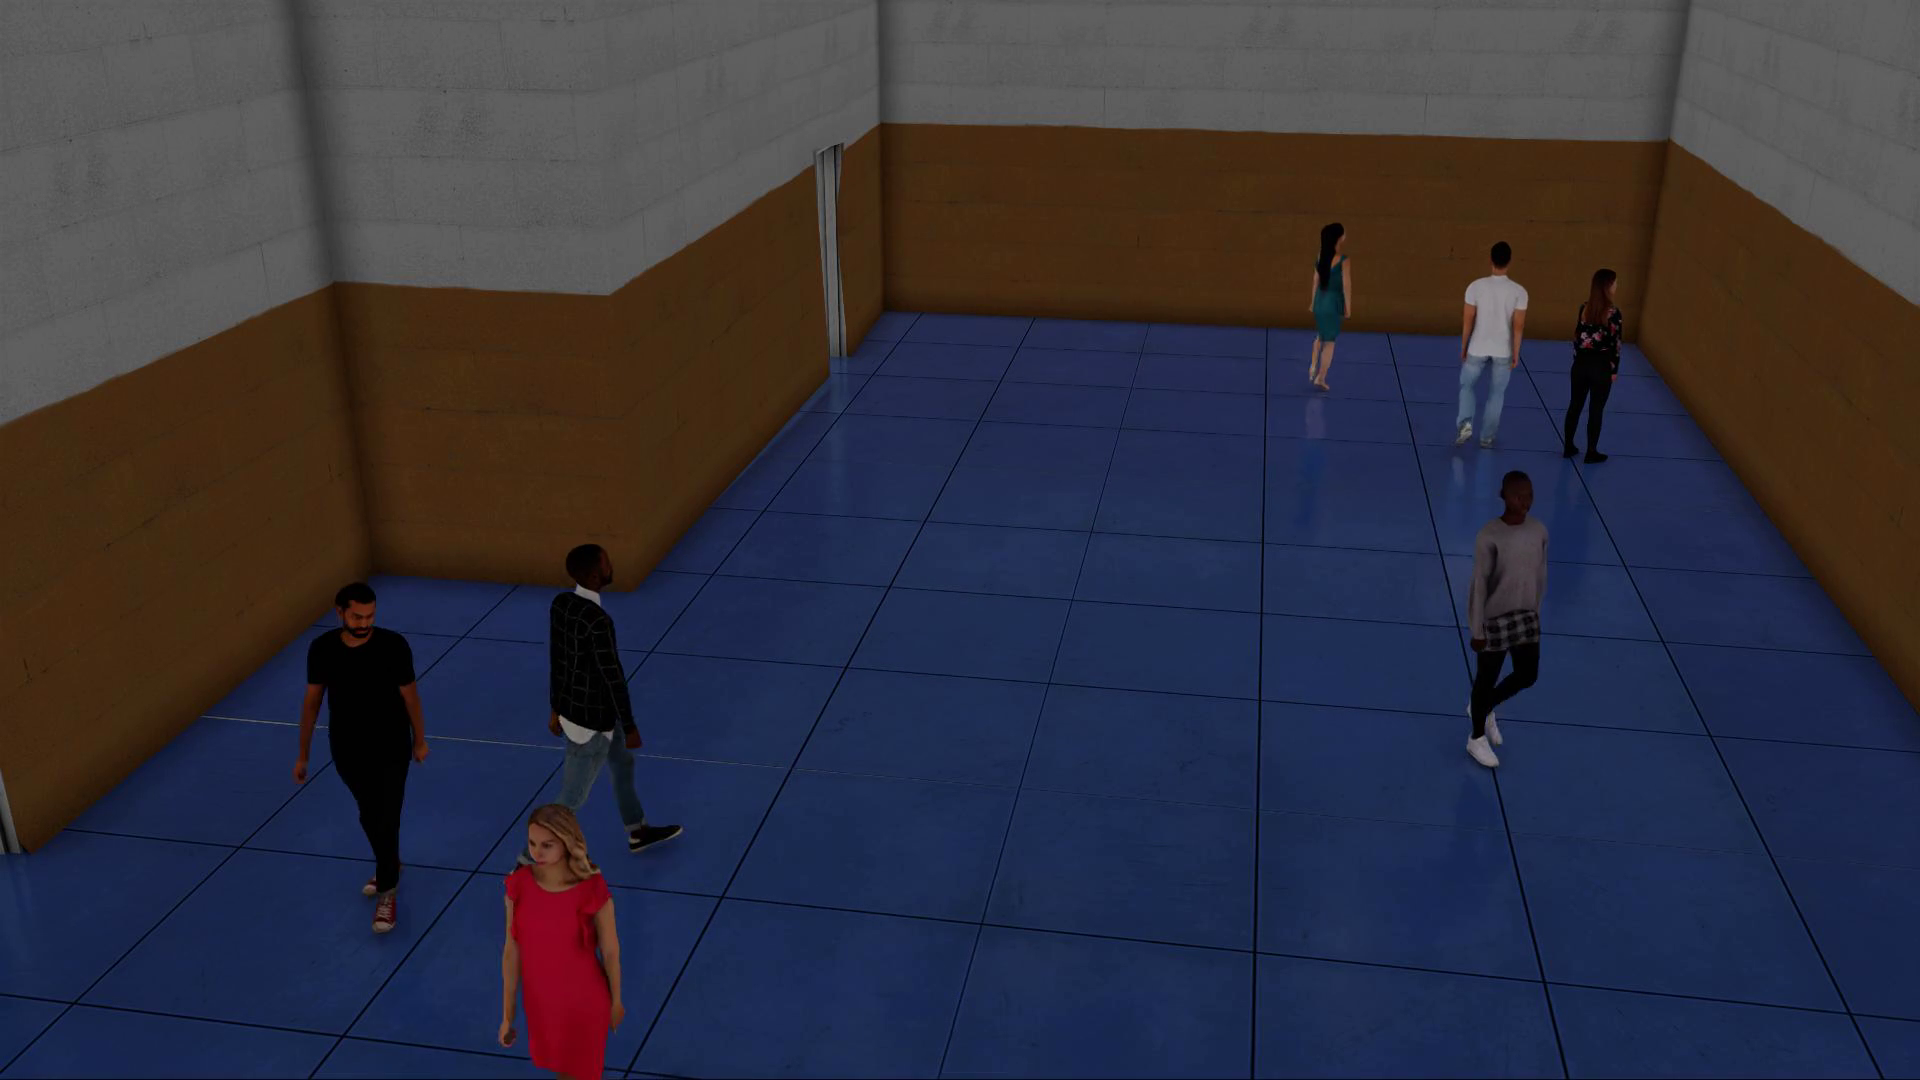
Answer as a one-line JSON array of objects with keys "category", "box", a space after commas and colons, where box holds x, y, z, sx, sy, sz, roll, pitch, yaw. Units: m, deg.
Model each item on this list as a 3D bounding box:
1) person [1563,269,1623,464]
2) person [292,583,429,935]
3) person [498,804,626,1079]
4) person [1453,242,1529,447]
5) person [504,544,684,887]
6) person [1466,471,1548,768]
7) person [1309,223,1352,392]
[{"category": "person", "box": [5.479, -1.507, 14.395, 0.707, 1.684, 0.642, -15, 26, -33]}, {"category": "person", "box": [-2.855, 0.978, 8.158, 0.853, 1.724, 0.831, 3, 22, 7]}, {"category": "person", "box": [-1.460, 1.710, 6.347, 0.586, 1.715, 0.662, 7, 23, 16]}, {"category": "person", "box": [4.638, -1.647, 14.581, 0.744, 1.807, 0.807, 8, 23, 19]}, {"category": "person", "box": [-1.925, 0.924, 8.220, 1.257, 1.778, 1.172, -15, 26, -33]}, {"category": "person", "box": [3.054, 0.418, 9.499, 0.742, 1.763, 0.824, -7, 23, -16]}, {"category": "person", "box": [3.553, -2.250, 16.260, 0.767, 1.673, 0.701, -19, 28, -39]}]
